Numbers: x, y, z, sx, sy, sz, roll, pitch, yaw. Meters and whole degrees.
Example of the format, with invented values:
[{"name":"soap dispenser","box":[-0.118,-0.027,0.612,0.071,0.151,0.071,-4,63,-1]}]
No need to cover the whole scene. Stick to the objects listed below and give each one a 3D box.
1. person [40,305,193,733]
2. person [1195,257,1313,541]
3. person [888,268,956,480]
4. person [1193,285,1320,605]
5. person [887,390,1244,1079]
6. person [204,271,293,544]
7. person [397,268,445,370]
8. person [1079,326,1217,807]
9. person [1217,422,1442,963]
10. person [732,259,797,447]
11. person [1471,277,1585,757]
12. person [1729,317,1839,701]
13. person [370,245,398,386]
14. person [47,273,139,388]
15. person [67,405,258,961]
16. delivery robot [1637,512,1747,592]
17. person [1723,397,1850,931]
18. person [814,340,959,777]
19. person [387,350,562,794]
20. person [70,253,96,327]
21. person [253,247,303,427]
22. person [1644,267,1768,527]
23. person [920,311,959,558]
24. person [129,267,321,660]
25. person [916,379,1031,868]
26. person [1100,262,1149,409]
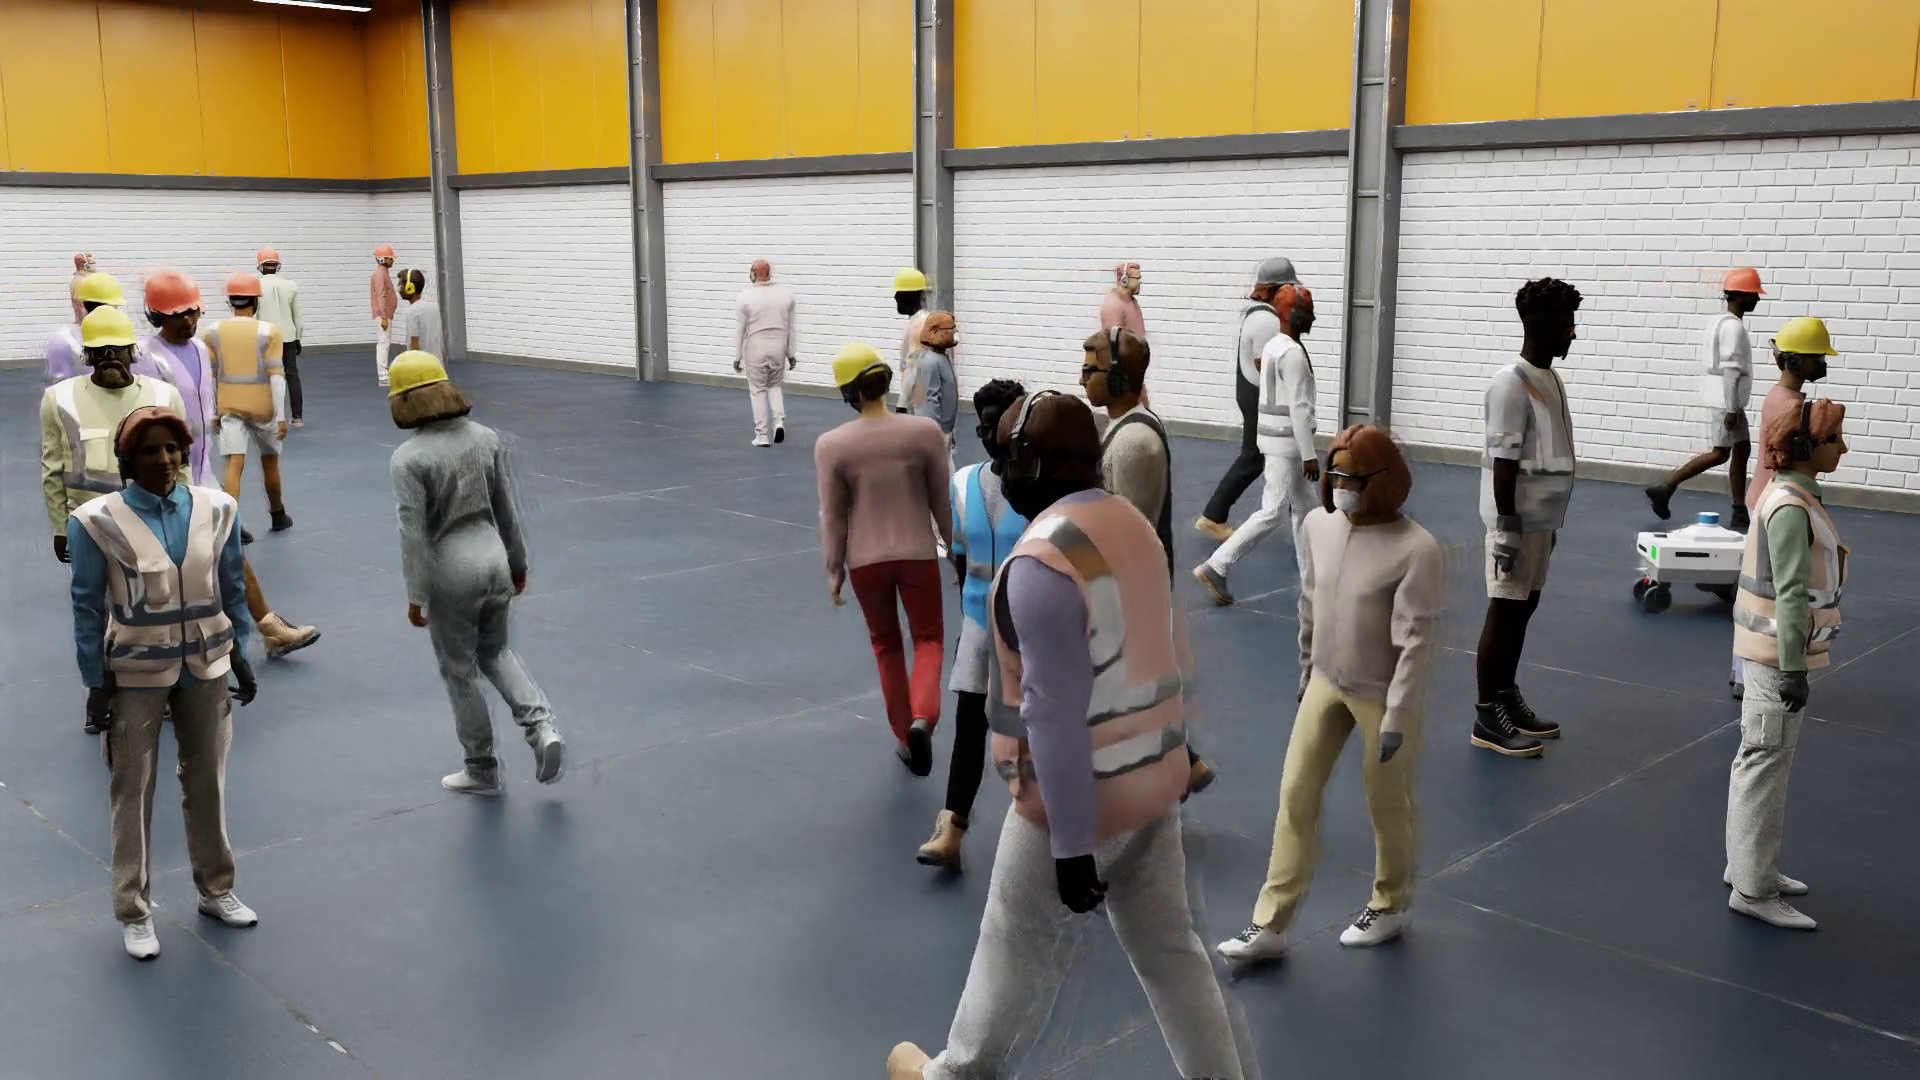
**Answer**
[{"name":"person","box":[-3.631,-0.093,7.215,0.587,1.835,0.404,-7,12,-32]},{"name":"person","box":[2.138,-1.000,11.597,0.981,2.000,0.691,2,11,10]},{"name":"person","box":[-0.409,-1.105,12.601,0.970,1.879,0.626,0,10,-2]},{"name":"person","box":[1.815,-0.532,9.550,0.893,1.859,0.573,1,10,5]},{"name":"person","box":[0.264,0.566,3.740,0.977,1.784,0.652,6,12,30]},{"name":"person","box":[-4.990,-0.931,11.655,0.558,1.890,0.977,-1,10,-5]},{"name":"person","box":[-4.656,-1.476,14.723,0.662,1.852,0.522,0,10,2]},{"name":"person","box":[0.600,0.176,5.776,0.452,1.831,0.503,1,10,7]},{"name":"person","box":[1.085,0.466,4.773,0.782,1.594,0.515,-8,13,-38]},{"name":"person","box":[-1.988,-1.882,16.795,0.664,1.888,0.430,-5,12,-27]},{"name":"person","box":[2.352,-0.102,6.905,0.361,1.962,0.617,7,12,33]},{"name":"person","box":[3.770,-0.132,7.611,0.328,1.767,0.530,5,11,25]},{"name":"person","box":[-8.146,-3.181,23.614,0.395,1.993,0.616,-3,11,-14]},{"name":"person","box":[-5.120,-0.653,10.069,0.695,1.901,0.610,4,11,23]},{"name":"person","box":[-2.374,0.411,4.998,0.315,1.640,0.515,9,14,41]},{"name":"delivery robot","box":[4.252,0.085,9.478,0.707,0.478,0.477,1,10,8]},{"name":"person","box":[2.577,0.373,5.205,0.307,1.641,0.514,4,11,23]},{"name":"person","box":[-0.265,0.091,6.493,0.598,1.722,0.623,0,10,-3]},{"name":"person","box":[-1.844,0.146,6.225,0.561,1.707,0.537,6,12,32]},{"name":"person","box":[-11.014,-2.674,21.089,0.409,1.908,0.652,-5,12,-27]},{"name":"person","box":[-7.597,-2.229,18.424,0.612,1.995,0.393,-10,14,-43]},{"name":"person","box":[5.542,-1.034,12.151,0.848,1.911,0.555,4,11,21]},{"name":"person","box":[-0.127,-0.707,11.101,0.286,1.636,0.499,2,11,9]},{"name":"person","box":[-3.758,-0.330,8.130,1.048,1.967,0.618,2,11,10]},{"name":"person","box":[0.168,0.279,5.672,0.550,1.644,0.894,6,12,29]},{"name":"person","box":[1.503,-1.551,15.011,0.442,1.898,0.682,5,11,24]}]
